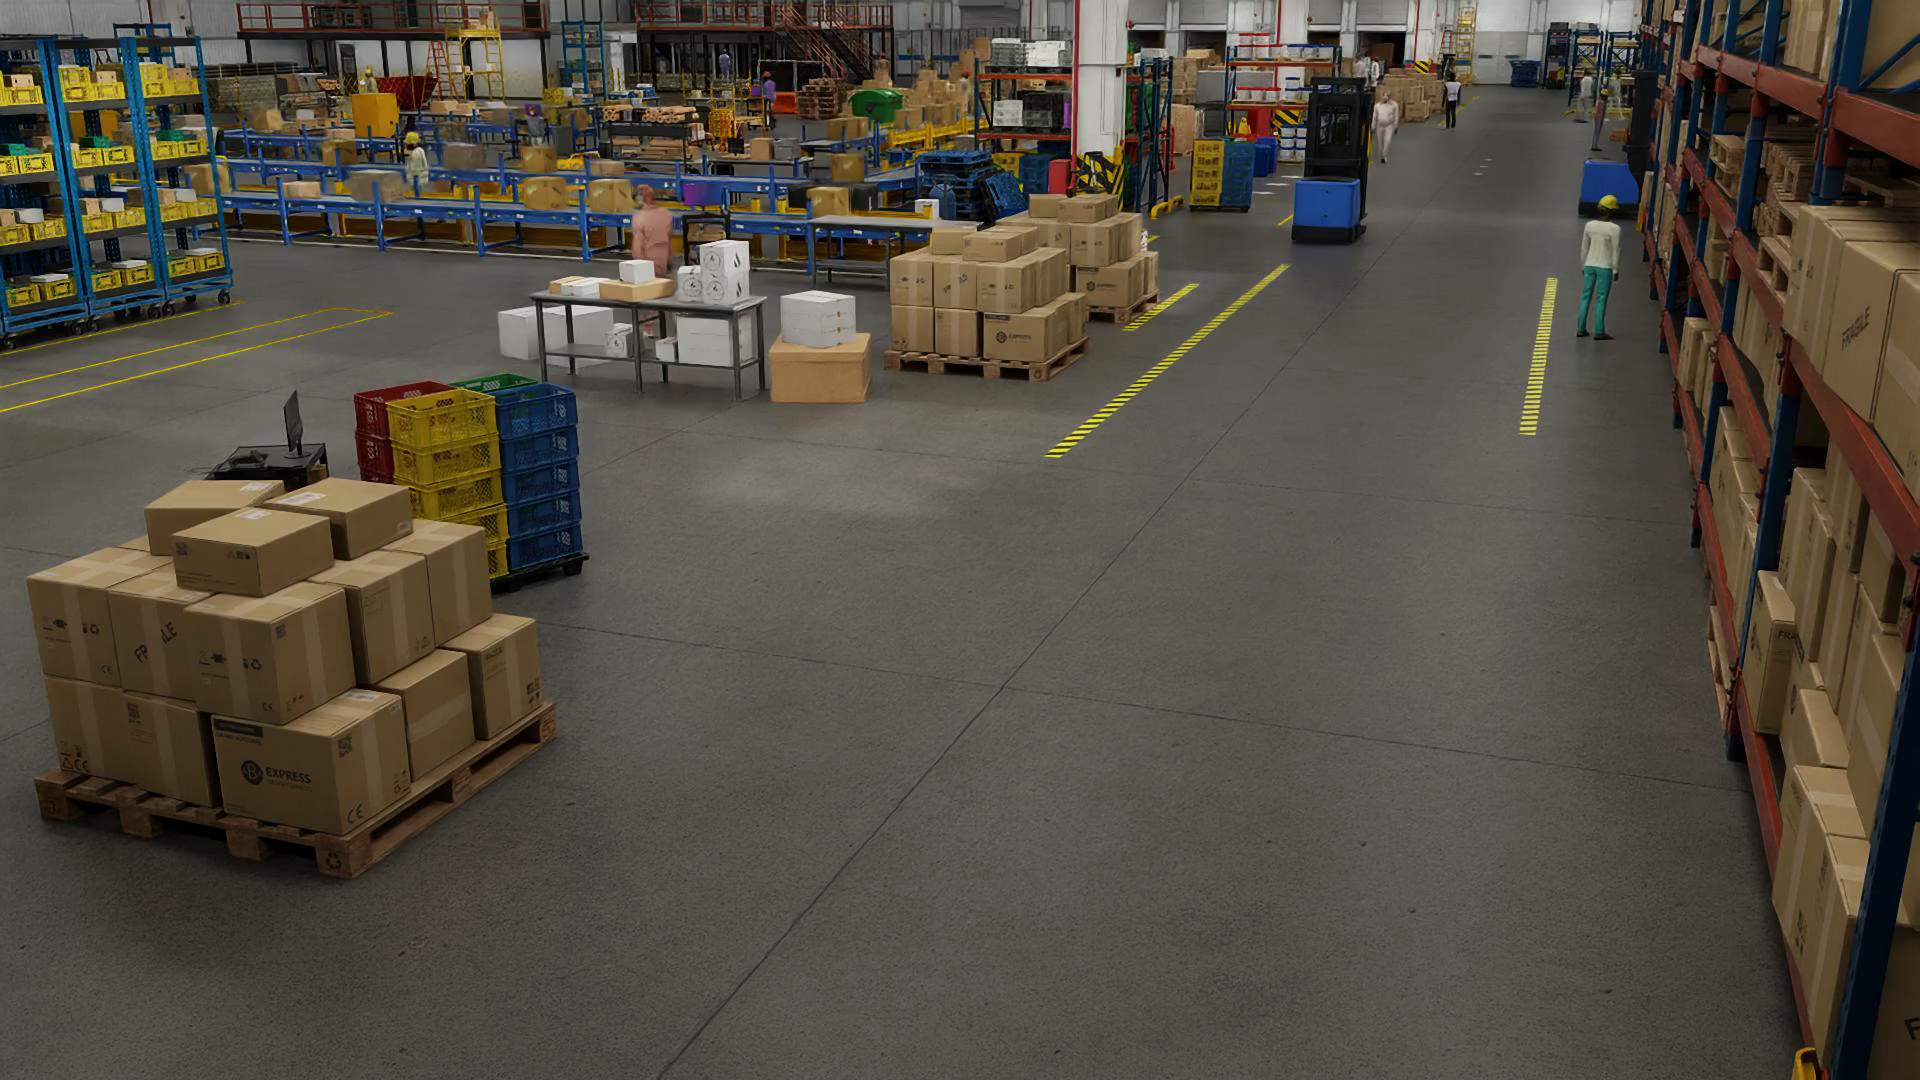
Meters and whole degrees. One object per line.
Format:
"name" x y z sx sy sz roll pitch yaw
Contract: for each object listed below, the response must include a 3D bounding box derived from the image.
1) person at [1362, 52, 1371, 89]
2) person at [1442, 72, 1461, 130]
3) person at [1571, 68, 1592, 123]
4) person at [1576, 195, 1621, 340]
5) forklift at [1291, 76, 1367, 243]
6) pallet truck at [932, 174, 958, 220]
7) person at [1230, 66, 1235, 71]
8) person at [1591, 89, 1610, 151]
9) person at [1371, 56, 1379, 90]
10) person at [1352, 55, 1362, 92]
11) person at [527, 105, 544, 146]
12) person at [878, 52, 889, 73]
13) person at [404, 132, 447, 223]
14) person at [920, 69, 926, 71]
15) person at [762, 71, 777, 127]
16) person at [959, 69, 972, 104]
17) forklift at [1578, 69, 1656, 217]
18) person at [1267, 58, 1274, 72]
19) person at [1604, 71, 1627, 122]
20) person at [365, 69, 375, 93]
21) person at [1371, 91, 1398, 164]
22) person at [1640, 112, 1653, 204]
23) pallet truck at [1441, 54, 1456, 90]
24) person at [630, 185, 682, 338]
"person" 21.243 -24.592 87.043 0.344 1.882 0.584 14 22 36
"person" 16.805 -15.012 56.911 0.610 1.907 0.418 -5 18 -17
"person" 22.582 -16.122 60.368 0.651 1.915 0.719 -13 22 -35
"person" 7.906 -3.360 20.521 0.315 1.767 0.535 -11 21 -32
"forklift" 6.598 -6.755 29.381 1.129 2.768 1.873 6 19 19
"pallet truck" -0.507 -5.292 27.348 0.653 1.274 1.630 6 19 19
"person" 10.214 -16.811 62.462 0.607 1.966 0.367 -2 18 -7
"person" 18.618 -12.201 48.317 0.339 1.757 0.518 2 18 7
"person" 19.489 -21.732 78.067 0.366 1.882 0.597 -2 18 -8
"person" 18.749 -21.890 78.491 0.535 1.921 0.651 -8 19 -22
"person" -10.797 -10.247 42.394 0.494 1.624 0.279 7 19 21
"person" -3.816 -23.279 82.832 0.545 1.938 0.361 -5 18 -16
"person" -10.070 -6.707 31.027 0.839 1.787 0.622 -4 18 -14
"person" -1.344 -17.032 63.400 0.457 1.814 0.586 10 20 28
"person" -6.645 -15.388 58.093 0.577 1.907 0.644 -15 23 -40
"person" 0.206 -15.556 58.541 0.618 1.948 0.671 -9 20 -25
"forklift" 13.219 -7.740 32.475 1.873 2.768 1.129 6 19 18
"person" 14.438 -21.525 77.327 0.471 1.929 0.636 -5 18 -14
"person" 24.146 -16.311 61.142 0.554 1.810 0.994 -7 19 -22
"person" -22.919 -17.402 64.681 0.308 1.743 0.493 -11 21 -31
"person" 11.273 -10.968 44.260 0.675 1.859 0.981 8 19 24
"person" 14.208 -7.841 34.275 0.706 1.971 0.632 -3 18 -9
"pallet truck" 22.765 -21.886 78.355 0.823 1.965 1.885 -4 18 -14
"person" -3.779 -3.425 20.518 0.582 1.890 0.663 14 22 36
